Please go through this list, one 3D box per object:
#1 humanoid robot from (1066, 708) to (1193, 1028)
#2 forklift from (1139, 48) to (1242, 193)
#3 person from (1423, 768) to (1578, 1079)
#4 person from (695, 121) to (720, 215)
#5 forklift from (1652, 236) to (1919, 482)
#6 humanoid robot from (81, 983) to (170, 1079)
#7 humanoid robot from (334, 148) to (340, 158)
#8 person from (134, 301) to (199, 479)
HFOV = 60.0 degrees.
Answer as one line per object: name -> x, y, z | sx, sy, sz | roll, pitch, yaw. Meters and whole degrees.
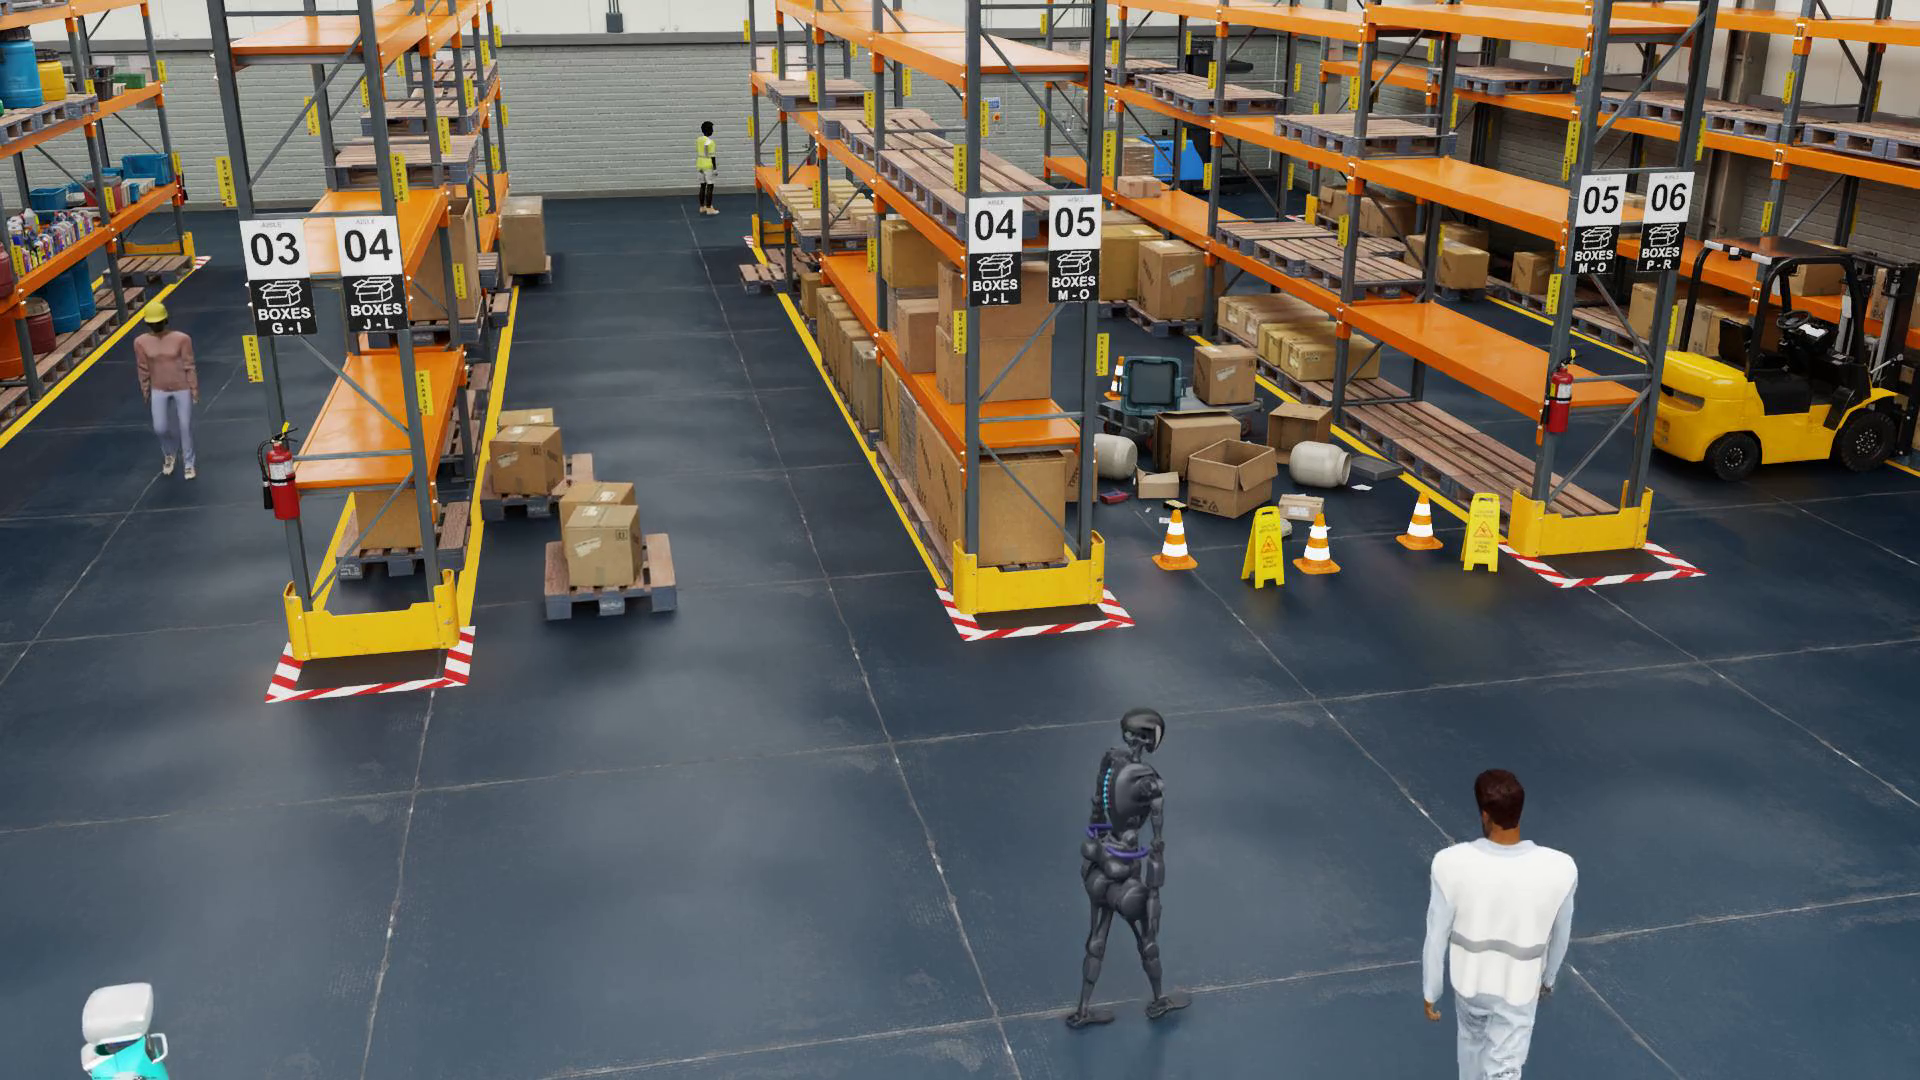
humanoid robot -> 0.804, 1.571, 7.979 | 0.626, 1.635, 0.613 | -10, 23, -26
forklift -> 4.566, -8.313, 32.860 | 1.873, 2.768, 1.129 | -4, 21, -12
person -> 2.212, 1.848, 6.937 | 0.578, 1.862, 0.995 | 8, 22, 20
person -> -4.647, -6.838, 30.580 | 0.320, 1.687, 0.536 | -17, 27, -39
forklift -> 8.013, -1.814, 16.330 | 2.313, 2.155, 1.214 | -4, 21, -12
humanoid robot -> -2.580, 2.344, 5.924 | 0.735, 1.877, 0.537 | -11, 23, -28
humanoid robot -> -10.130, -5.621, 27.387 | 0.753, 1.628, 0.615 | 7, 21, 17
person -> -7.551, -1.425, 15.907 | 0.532, 1.752, 0.370 | -6, 21, -17
